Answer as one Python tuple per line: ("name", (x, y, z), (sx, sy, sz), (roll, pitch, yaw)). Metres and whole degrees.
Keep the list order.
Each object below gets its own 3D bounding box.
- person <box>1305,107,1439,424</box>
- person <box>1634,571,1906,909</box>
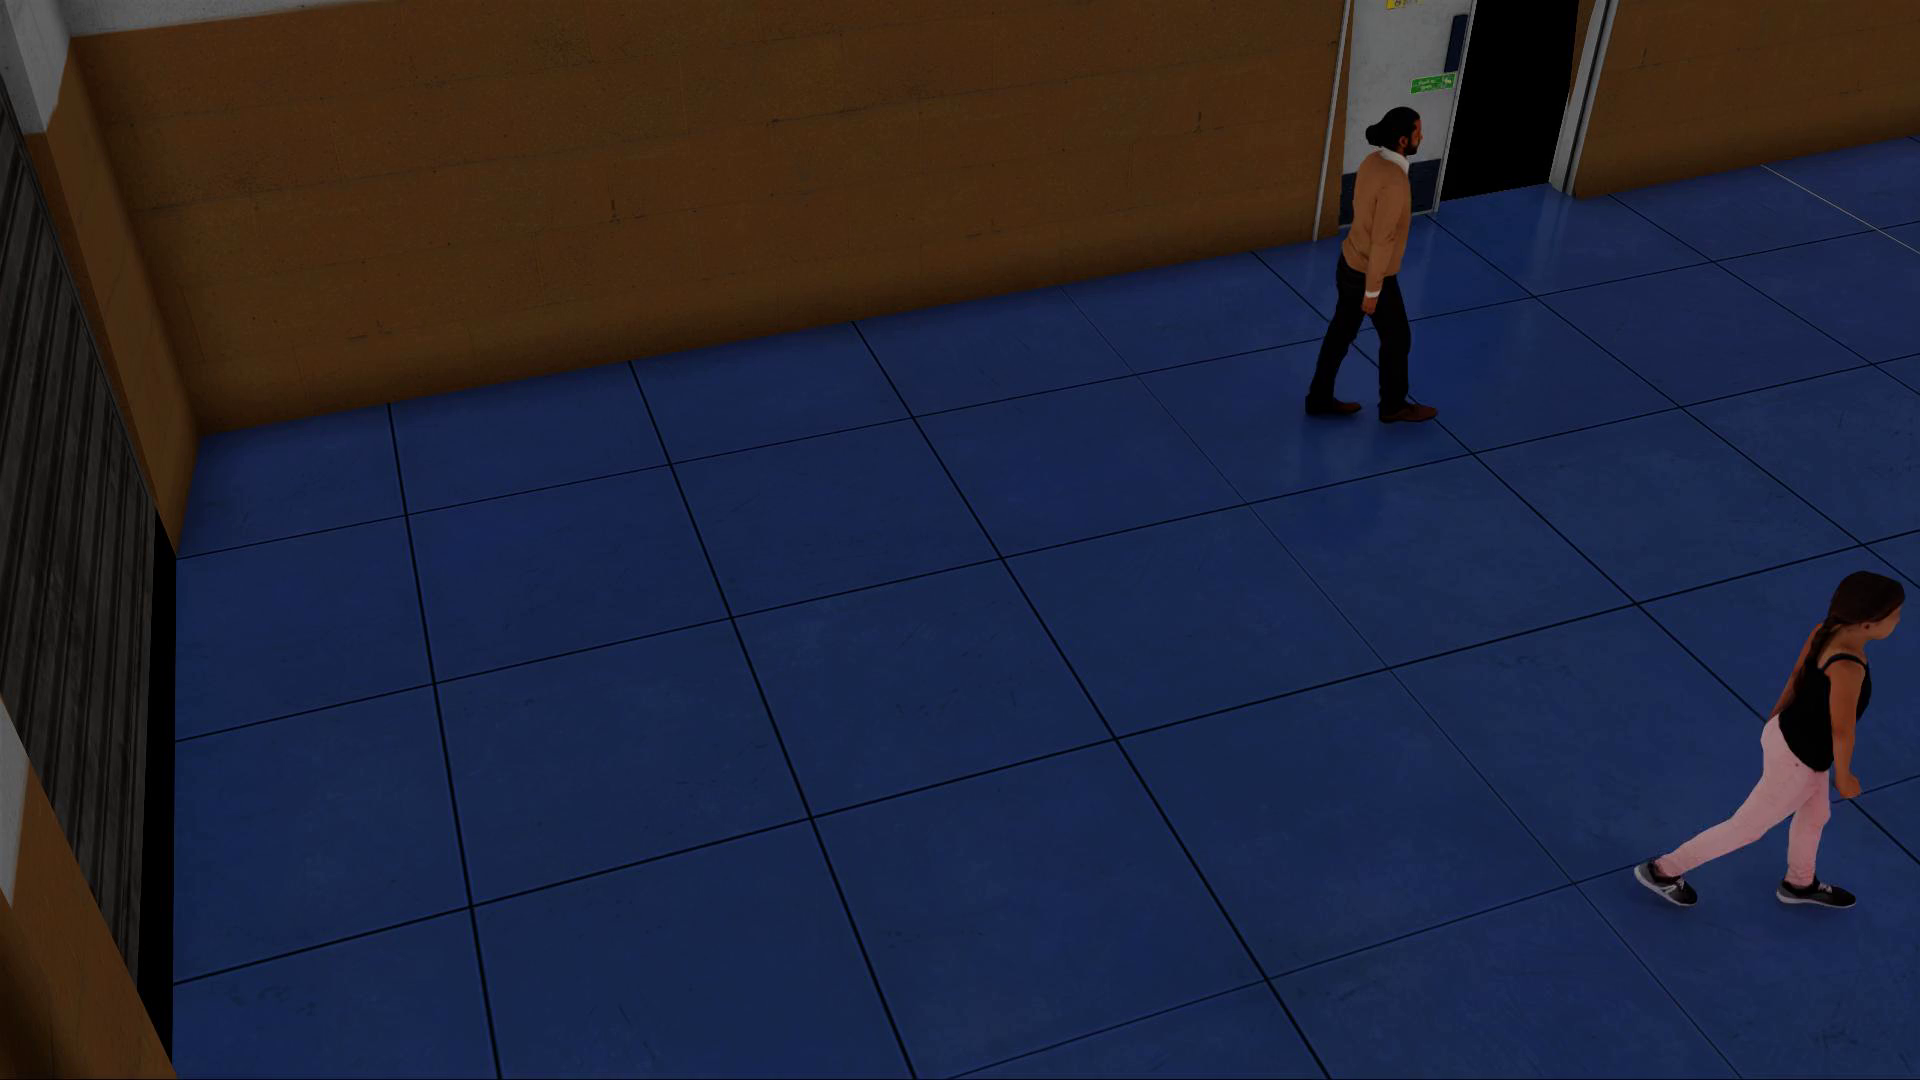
("person", (2.022, -1.357, 8.514), (0.904, 1.732, 0.942), (-2, 37, -3))
("person", (2.876, 0.758, 5.860), (0.970, 1.535, 0.990), (11, 38, 14))
